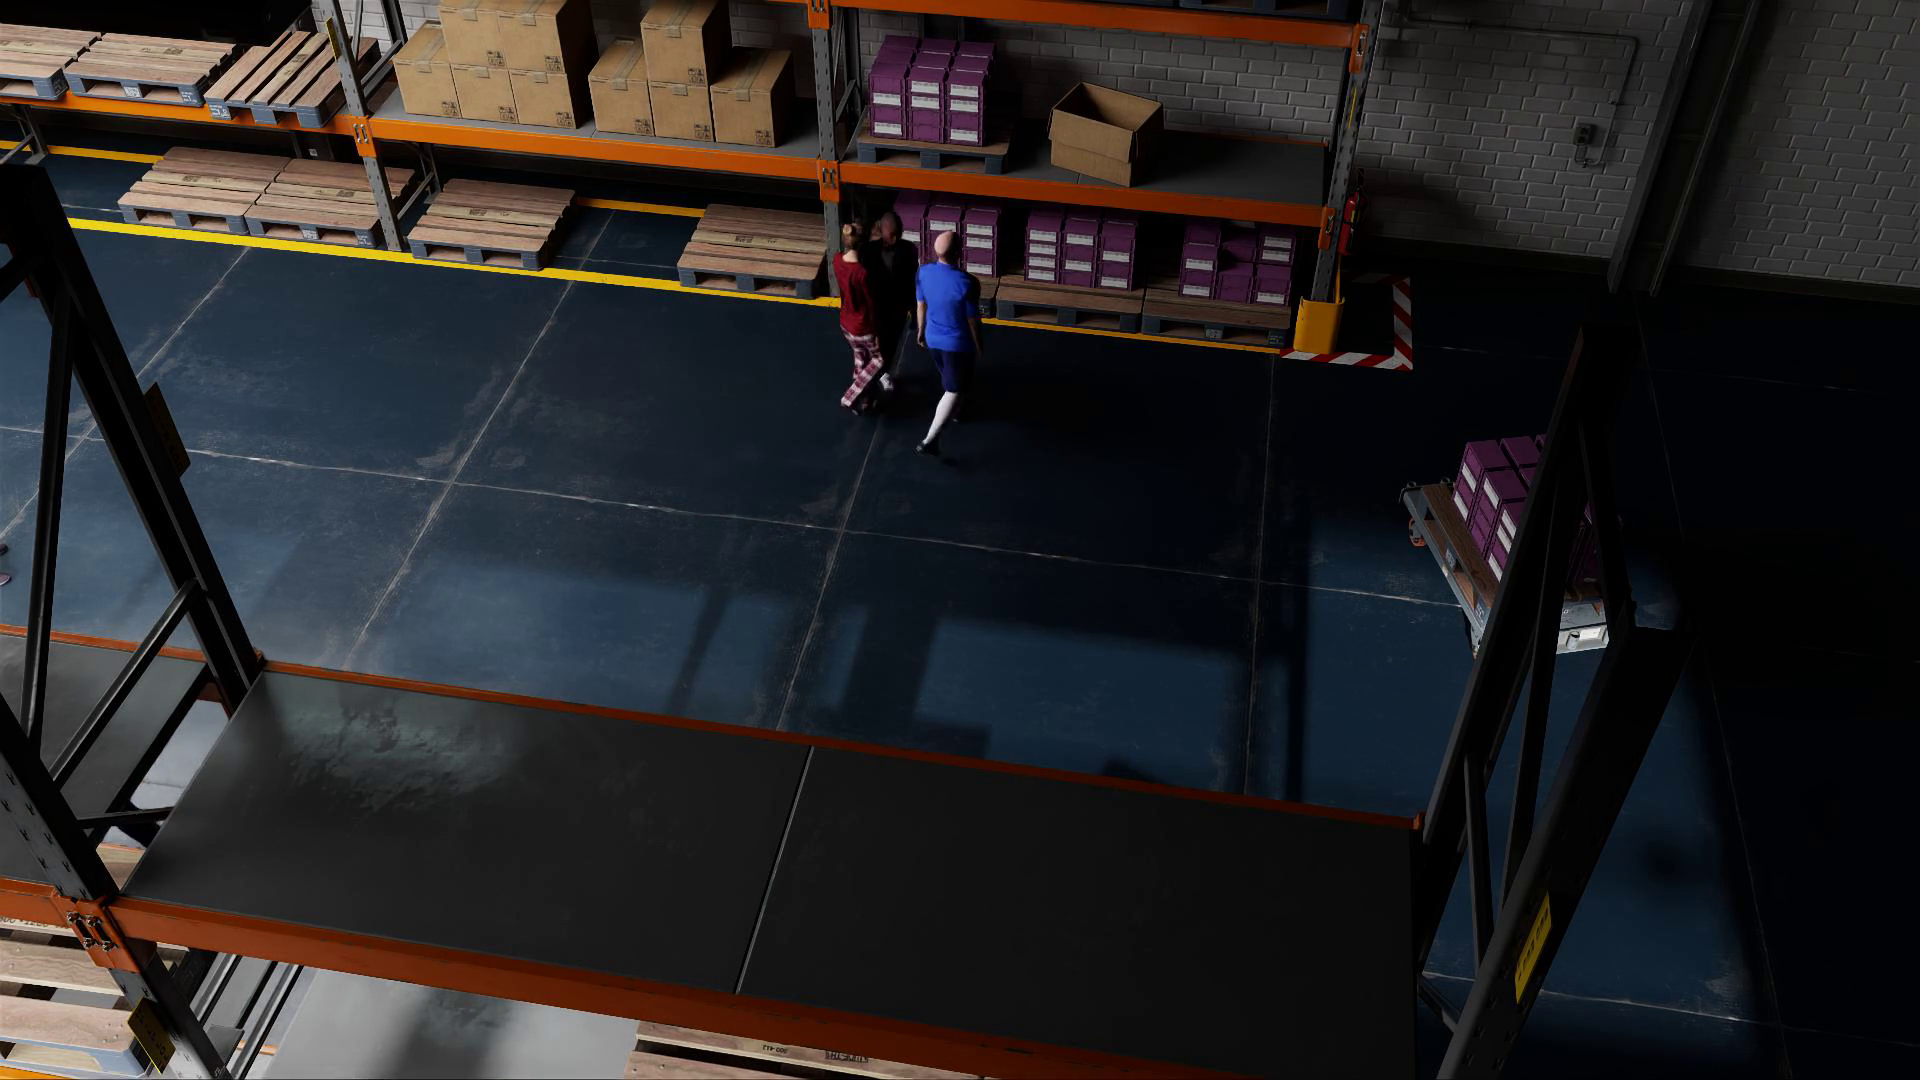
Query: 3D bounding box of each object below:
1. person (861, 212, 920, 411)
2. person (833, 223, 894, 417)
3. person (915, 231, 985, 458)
[{"bbox_3d":[-0.594,-1.800,12.638,0.795,1.730,0.865,-6,44,-6],"label":"person"},{"bbox_3d":[-0.808,-1.602,12.455,0.859,1.694,0.795,-28,50,-26],"label":"person"},{"bbox_3d":[-0.106,-1.418,12.176,1.194,1.813,1.051,24,49,23],"label":"person"}]
